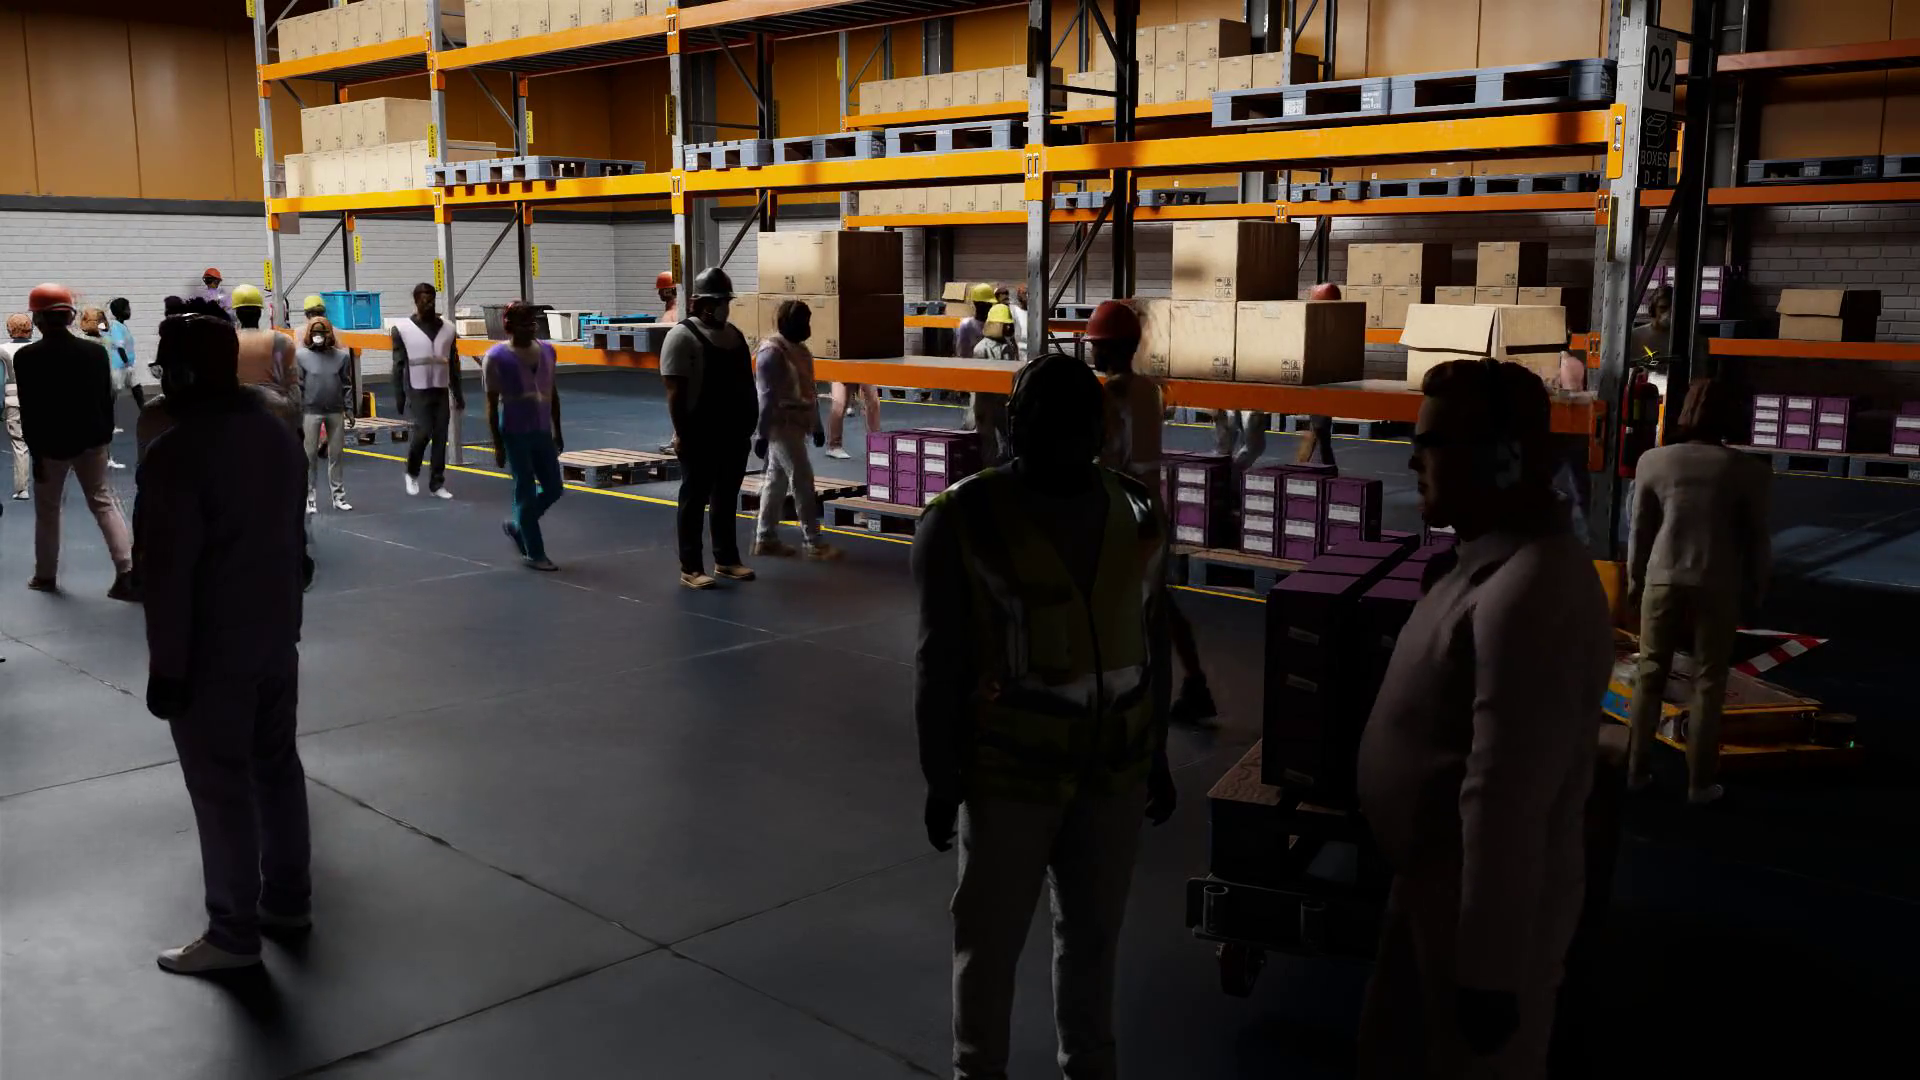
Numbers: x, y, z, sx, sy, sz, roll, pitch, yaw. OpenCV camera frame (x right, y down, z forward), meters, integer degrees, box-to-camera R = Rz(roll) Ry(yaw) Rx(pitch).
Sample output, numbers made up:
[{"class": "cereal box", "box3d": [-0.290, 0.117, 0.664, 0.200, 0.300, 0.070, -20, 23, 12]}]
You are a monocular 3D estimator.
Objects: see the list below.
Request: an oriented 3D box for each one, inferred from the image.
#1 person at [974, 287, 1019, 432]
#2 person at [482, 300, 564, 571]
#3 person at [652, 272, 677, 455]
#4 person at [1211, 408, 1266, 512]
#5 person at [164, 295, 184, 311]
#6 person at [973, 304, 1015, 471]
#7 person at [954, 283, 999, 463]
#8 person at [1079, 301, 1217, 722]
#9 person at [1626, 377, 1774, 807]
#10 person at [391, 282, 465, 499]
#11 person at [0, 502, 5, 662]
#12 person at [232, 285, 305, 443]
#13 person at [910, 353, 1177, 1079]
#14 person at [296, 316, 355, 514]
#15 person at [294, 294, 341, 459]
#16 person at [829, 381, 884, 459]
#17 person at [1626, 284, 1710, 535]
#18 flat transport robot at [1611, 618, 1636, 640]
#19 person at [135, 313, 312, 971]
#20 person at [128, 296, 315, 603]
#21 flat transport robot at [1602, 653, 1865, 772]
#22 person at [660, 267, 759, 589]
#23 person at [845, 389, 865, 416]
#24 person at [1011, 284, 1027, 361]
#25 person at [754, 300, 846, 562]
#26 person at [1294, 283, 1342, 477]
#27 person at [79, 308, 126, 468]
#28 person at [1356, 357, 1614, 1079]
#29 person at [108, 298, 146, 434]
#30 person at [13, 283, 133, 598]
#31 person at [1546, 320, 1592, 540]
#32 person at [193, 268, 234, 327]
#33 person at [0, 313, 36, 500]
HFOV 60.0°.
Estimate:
[{"class": "person", "box3d": [0.452, -2.032, 19.360, 0.538, 1.827, 0.967, -9, 13, -43]}, {"class": "person", "box3d": [-2.923, -0.693, 11.121, 0.479, 1.816, 0.611, 7, 12, 37]}, {"class": "person", "box3d": [-3.131, -1.924, 18.161, 0.393, 1.988, 0.623, -3, 10, -18]}, {"class": "person", "box3d": [2.234, -1.125, 13.464, 0.626, 1.927, 0.427, -6, 11, -31]}, {"class": "person", "box3d": [-10.017, -2.307, 21.426, 0.374, 1.680, 0.558, -1, 9, -3]}, {"class": "person", "box3d": [0.305, -1.130, 14.085, 0.496, 1.728, 0.371, -9, 13, -43]}, {"class": "person", "box3d": [0.169, -1.585, 16.417, 0.964, 1.888, 0.600, 7, 12, 37]}, {"class": "person", "box3d": [0.748, -0.125, 7.478, 1.006, 1.889, 0.568, 7, 12, 38]}, {"class": "person", "box3d": [2.789, 0.194, 6.320, 0.506, 1.616, 0.325, 7, 11, 36]}, {"class": "person", "box3d": [-4.658, -1.300, 14.613, 0.442, 1.907, 0.593, 9, 13, 43]}, {"class": "person", "box3d": [-5.109, -0.216, 8.376, 0.319, 1.767, 0.534, 7, 12, 36]}, {"class": "person", "box3d": [-5.085, -0.878, 12.015, 0.625, 1.893, 0.834, -4, 10, -22]}, {"class": "person", "box3d": [0.208, 0.511, 3.691, 0.637, 1.842, 0.429, -4, 10, -23]}, {"class": "person", "box3d": [-5.292, -1.041, 13.845, 0.502, 1.631, 0.286, -7, 12, -36]}, {"class": "person", "box3d": [-6.758, -1.712, 17.581, 0.447, 1.757, 0.531, 9, 13, 43]}, {"class": "person", "box3d": [-1.058, -1.769, 17.593, 0.889, 1.873, 0.668, 8, 12, 40]}, {"class": "person", "box3d": [4.754, -0.767, 11.286, 0.657, 1.916, 0.604, 0, 9, 3]}, {"class": "flat transport robot", "box3d": [2.736, 0.550, 8.249, 1.431, 0.197, 0.652, -2, 9, -10]}, {"class": "person", "box3d": [-2.158, 0.295, 4.854, 0.402, 1.900, 0.634, 2, 9, 11]}, {"class": "person", "box3d": [-2.922, 0.021, 6.529, 1.018, 1.890, 0.645, 6, 11, 33]}, {"class": "flat transport robot", "box3d": [3.186, 0.707, 7.290, 0.652, 0.197, 1.431, -2, 9, -10]}, {"class": "person", "box3d": [-1.540, -0.718, 10.616, 0.536, 2.000, 0.688, 6, 11, 34]}, {"class": "person", "box3d": [-1.407, -2.585, 22.782, 0.533, 1.835, 0.396, 0, 9, 2]}, {"class": "person", "box3d": [0.816, -2.296, 20.954, 0.591, 1.824, 1.010, -5, 10, -28]}, {"class": "person", "box3d": [-1.098, -0.749, 11.508, 0.823, 1.798, 0.751, 2, 10, 13]}, {"class": "person", "box3d": [3.227, -1.285, 14.542, 0.565, 1.882, 0.978, -6, 11, -34]}, {"class": "person", "box3d": [-8.642, -1.507, 16.696, 0.281, 1.634, 0.498, 2, 9, 9]}, {"class": "person", "box3d": [0.977, 0.617, 2.935, 0.824, 1.879, 0.650, 2, 9, 12]}, {"class": "person", "box3d": [-10.197, -2.135, 20.460, 0.859, 1.655, 0.546, -3, 10, -15]}, {"class": "person", "box3d": [-5.455, -0.605, 10.234, 1.032, 1.949, 0.624, 7, 11, 35]}, {"class": "person", "box3d": [3.973, -0.653, 11.179, 0.577, 1.710, 0.840, -7, 11, -36]}, {"class": "person", "box3d": [-12.080, -3.387, 27.003, 0.605, 2.033, 0.392, -1, 9, -7]}, {"class": "person", "box3d": [-8.172, -1.166, 14.582, 0.514, 1.641, 0.309, -7, 12, -38]}]
